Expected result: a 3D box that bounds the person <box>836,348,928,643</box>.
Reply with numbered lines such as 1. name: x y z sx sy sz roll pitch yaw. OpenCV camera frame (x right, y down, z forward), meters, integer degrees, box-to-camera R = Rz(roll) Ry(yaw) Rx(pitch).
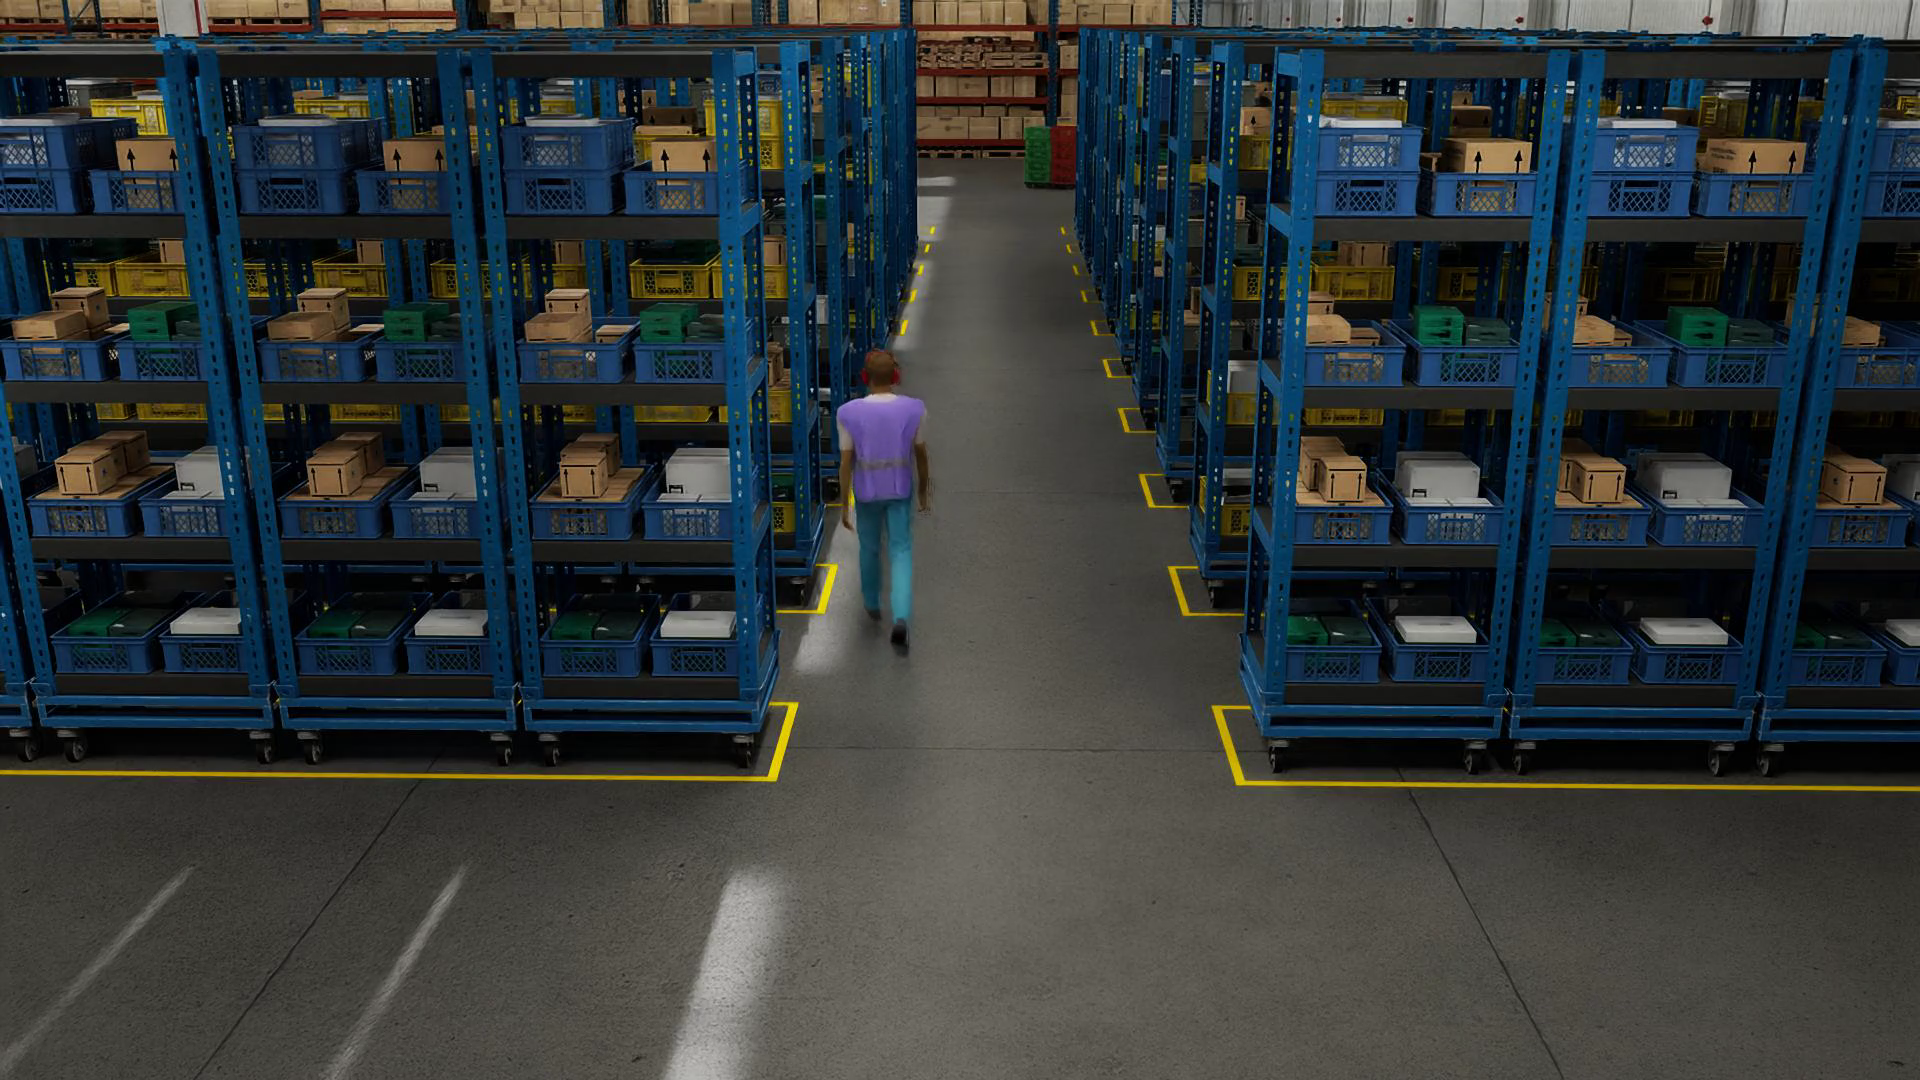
1. person: -0.471 -0.284 10.300 0.573 1.808 0.891 -3 18 -8
